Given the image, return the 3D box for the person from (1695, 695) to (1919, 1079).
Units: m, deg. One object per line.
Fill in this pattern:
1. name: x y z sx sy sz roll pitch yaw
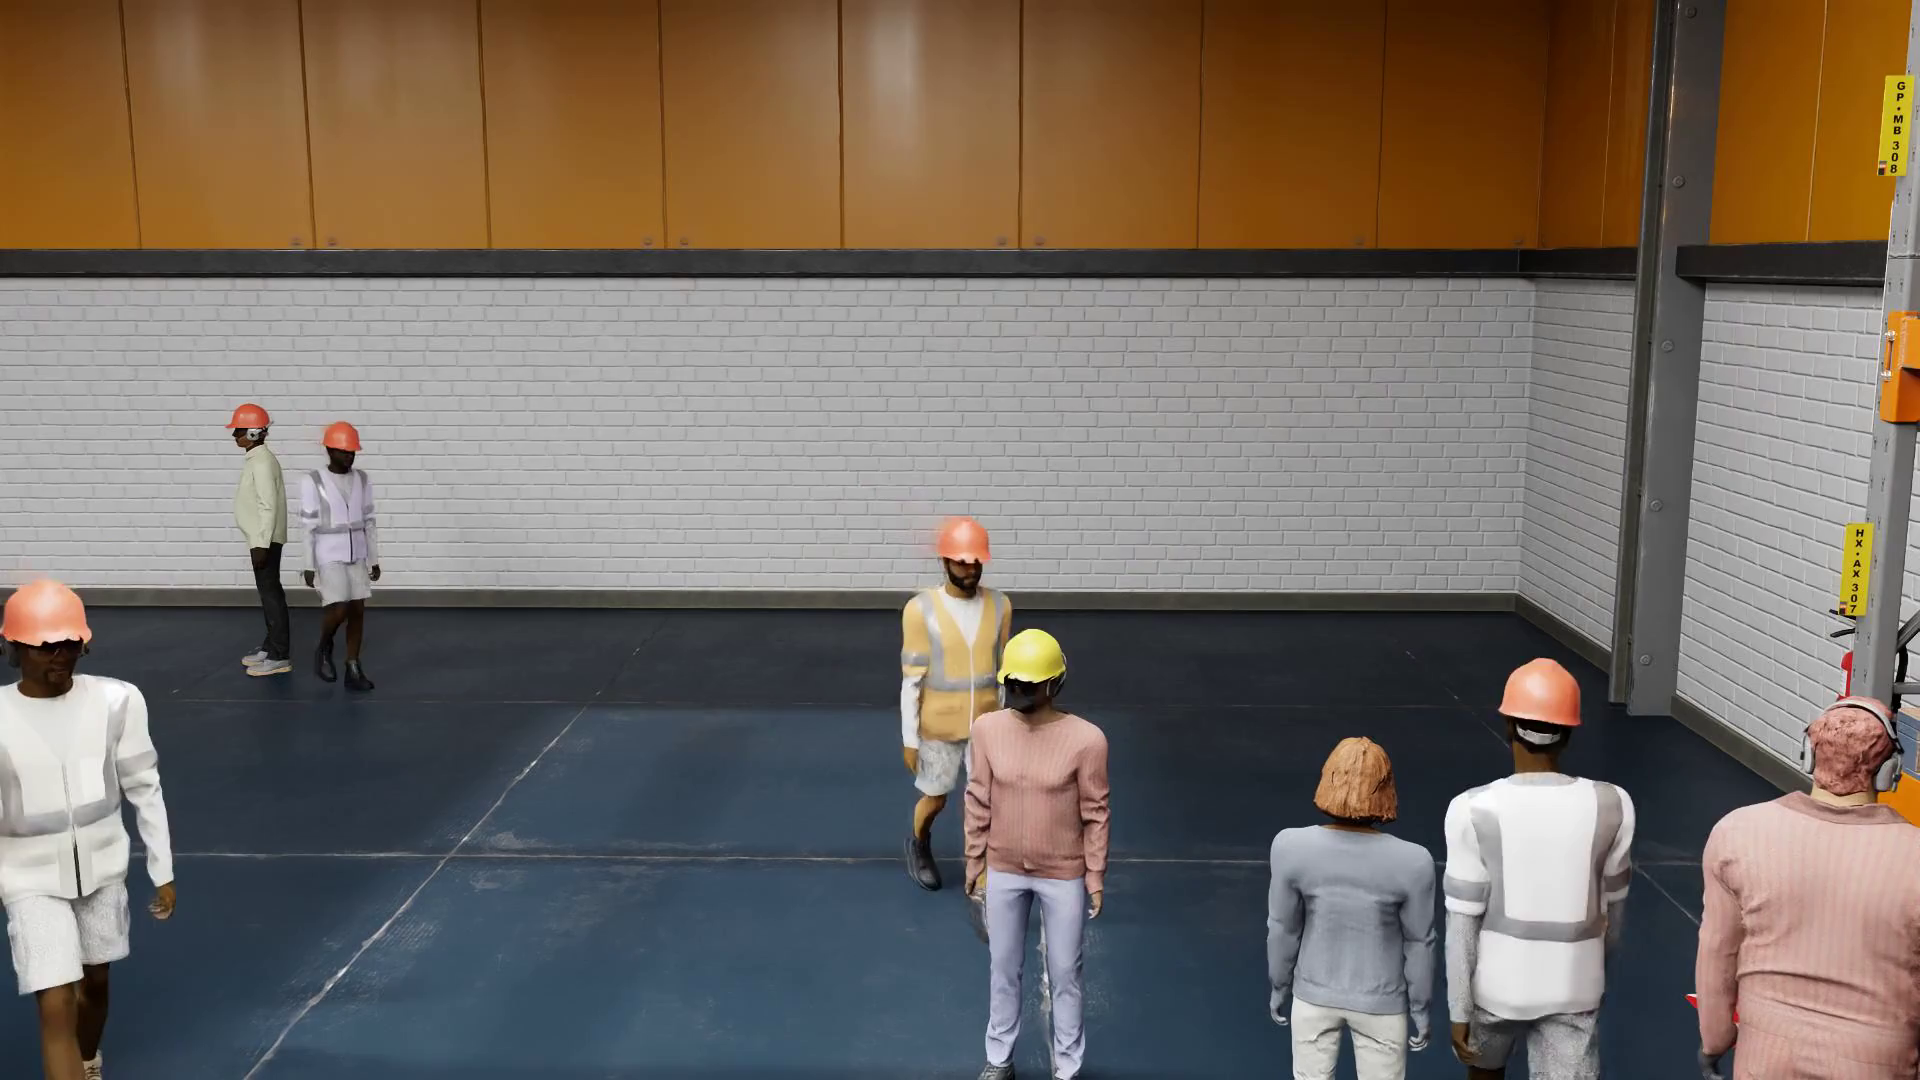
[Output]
1. person: 2.287 1.349 4.390 0.643 1.910 0.400 8 12 38

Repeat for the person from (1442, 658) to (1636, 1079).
1. person: 1.666 1.292 4.823 0.537 1.891 0.971 2 10 10

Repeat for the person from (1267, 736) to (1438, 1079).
1. person: 1.165 1.387 4.981 0.499 1.634 0.279 4 10 23

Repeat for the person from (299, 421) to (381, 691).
1. person: -4.351 0.117 11.718 0.463 1.920 0.558 7 12 38

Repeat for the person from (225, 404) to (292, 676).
1. person: -5.149 -0.007 12.252 0.378 1.995 0.609 -5 11 -25

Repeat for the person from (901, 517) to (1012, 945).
1. person: -0.032 0.809 7.652 0.550 1.899 0.934 -4 10 -21

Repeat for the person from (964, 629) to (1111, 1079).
1. person: 0.260 1.173 5.876 0.532 1.765 0.328 4 10 20

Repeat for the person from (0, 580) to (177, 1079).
1. person: -2.942 1.121 5.516 0.633 1.994 0.954 -9 13 -43
